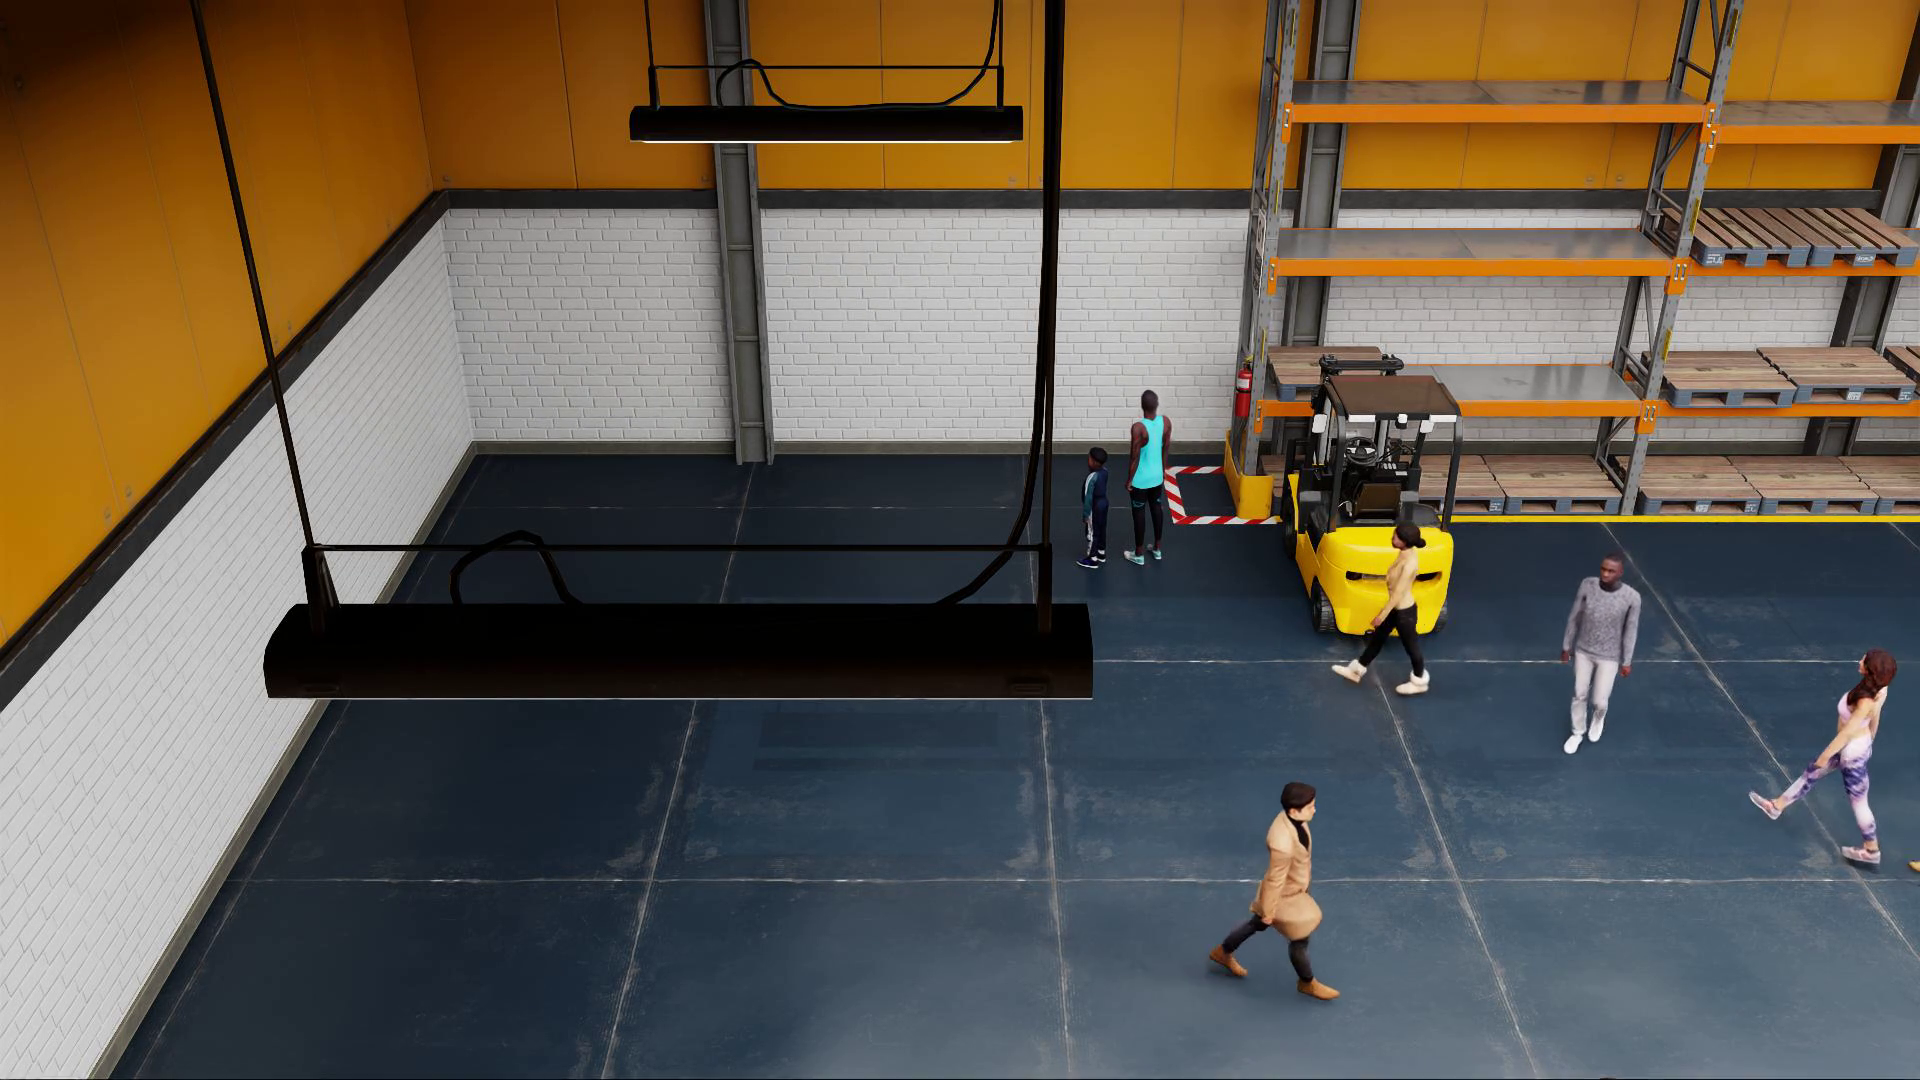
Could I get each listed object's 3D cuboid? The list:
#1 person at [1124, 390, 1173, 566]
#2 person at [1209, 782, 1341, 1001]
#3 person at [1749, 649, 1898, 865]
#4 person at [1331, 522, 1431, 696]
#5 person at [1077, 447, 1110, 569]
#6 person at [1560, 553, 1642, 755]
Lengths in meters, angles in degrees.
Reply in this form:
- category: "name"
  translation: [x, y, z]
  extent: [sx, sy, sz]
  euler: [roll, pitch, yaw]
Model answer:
- category: "person"
  translation: [1.828, -0.617, 16.232]
  extent: [0.620, 1.810, 0.749]
  euler: [-14, 32, -24]
- category: "person"
  translation: [2.059, 2.294, 11.016]
  extent: [1.210, 1.696, 0.887]
  euler: [9, 30, 16]
- category: "person"
  translation: [6.643, 1.628, 12.229]
  extent: [1.258, 1.704, 1.074]
  euler: [19, 34, 31]
- category: "person"
  translation: [3.853, 0.616, 14.170]
  extent: [1.077, 1.621, 0.652]
  euler: [1, 29, 3]
- category: "person"
  translation: [1.331, -0.331, 16.289]
  extent: [0.602, 1.254, 0.571]
  euler: [17, 33, 28]
- category: "person"
  translation: [5.200, 0.889, 13.458]
  extent: [0.848, 1.824, 0.923]
  euler: [20, 35, 32]
